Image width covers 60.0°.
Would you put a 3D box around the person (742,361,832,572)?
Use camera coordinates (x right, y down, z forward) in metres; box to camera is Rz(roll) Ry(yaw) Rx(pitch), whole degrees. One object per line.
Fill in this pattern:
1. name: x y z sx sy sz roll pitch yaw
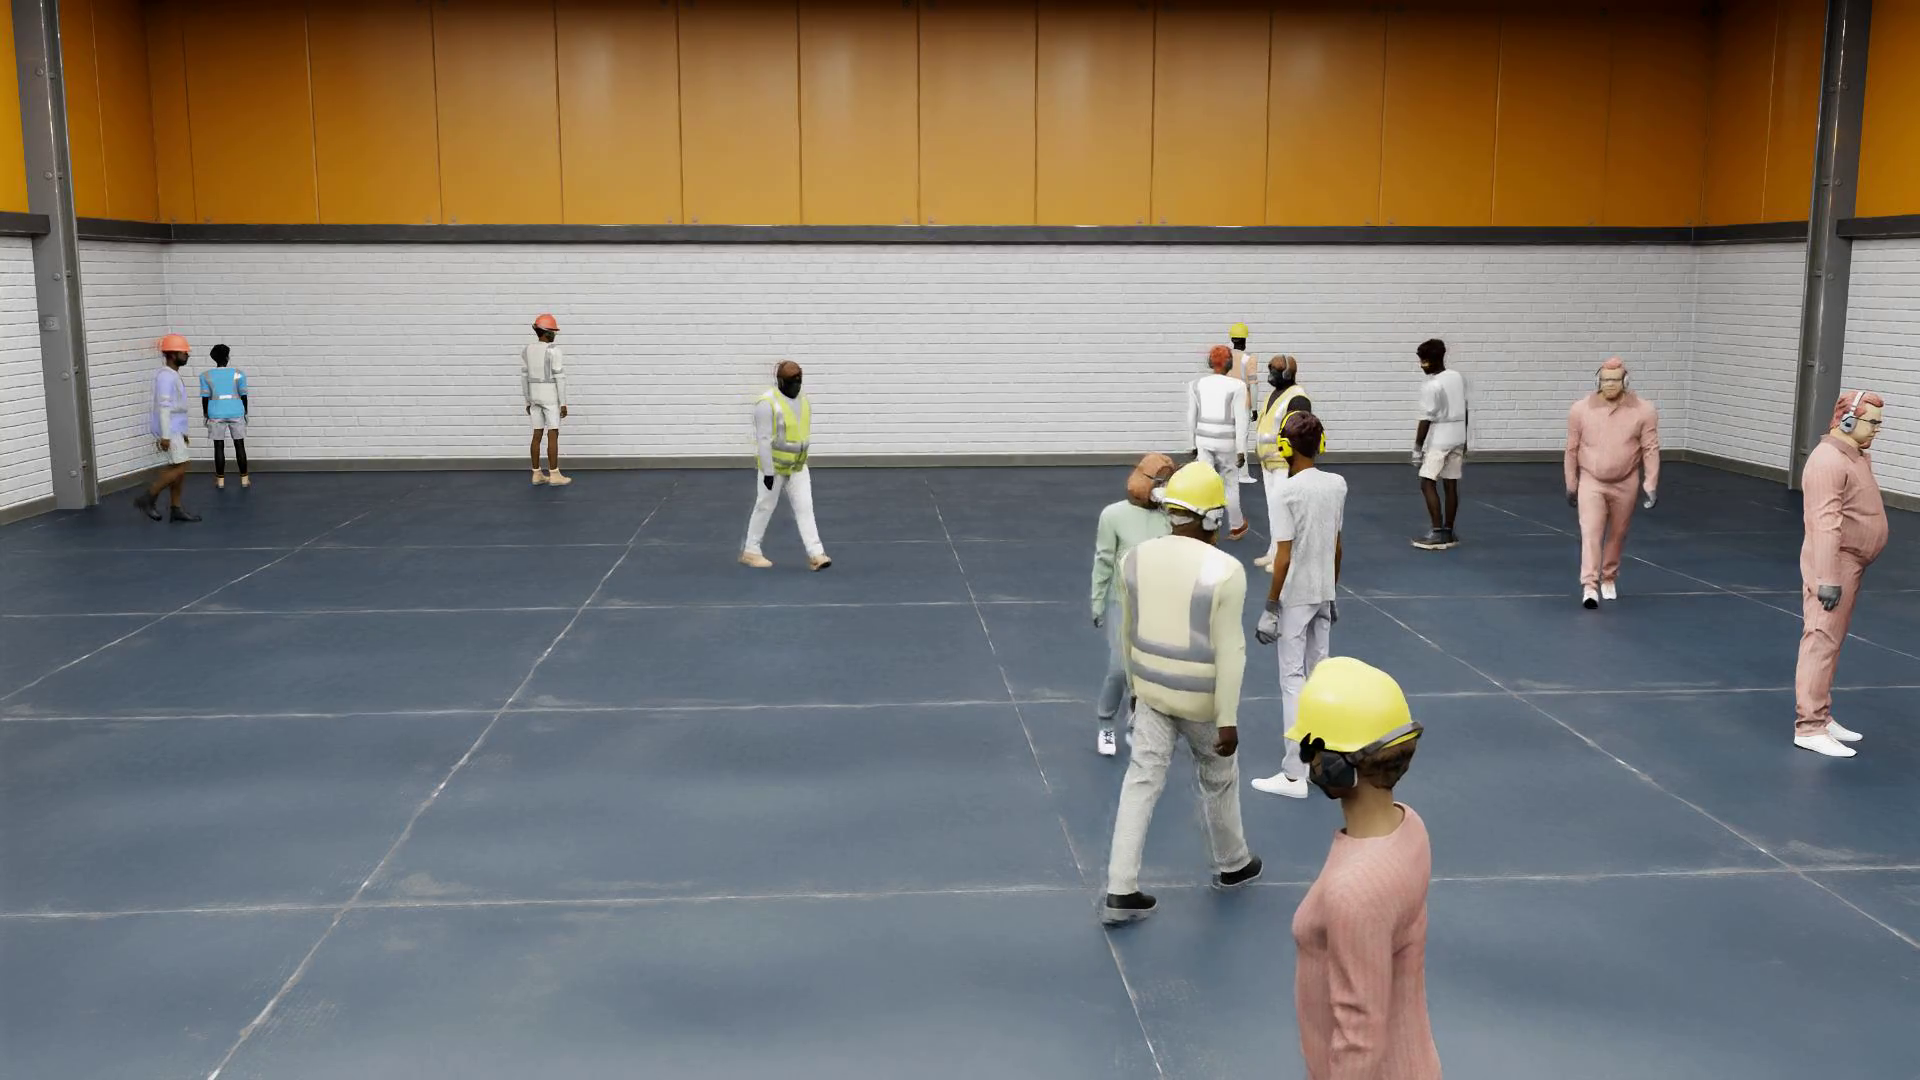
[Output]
1. person: -1.476 -0.616 14.022 0.984 1.784 0.654 8 12 41

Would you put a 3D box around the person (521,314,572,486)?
1. person: -4.923 -1.667 19.826 0.613 2.039 0.393 5 10 28

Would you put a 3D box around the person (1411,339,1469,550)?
1. person: 4.411 -0.874 15.219 0.707 1.928 0.371 -6 11 -35

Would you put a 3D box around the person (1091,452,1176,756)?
1. person: 0.940 0.338 8.590 0.521 1.610 0.431 -1 9 -8

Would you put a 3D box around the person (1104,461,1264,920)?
1. person: 0.879 0.581 6.525 0.607 1.788 0.915 8 12 41

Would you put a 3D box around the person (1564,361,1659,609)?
1. person: 4.902 -0.416 12.547 0.657 1.854 0.992 3 10 18

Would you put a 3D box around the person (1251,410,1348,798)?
1. person: 1.632 0.307 7.991 0.518 1.865 0.329 -7 11 -37

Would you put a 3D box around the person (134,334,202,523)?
1. person: -7.928 -1.103 16.679 0.556 1.925 0.554 -3 10 -19

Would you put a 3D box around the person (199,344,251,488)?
1. person: -8.638 -1.455 19.571 0.530 1.695 0.321 -4 10 -26

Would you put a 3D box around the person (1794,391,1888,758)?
1. person: 4.632 0.167 8.750 0.408 1.902 0.638 6 11 34

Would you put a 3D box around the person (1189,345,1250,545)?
1. person: 2.440 -0.882 15.497 0.611 1.843 0.924 5 10 30

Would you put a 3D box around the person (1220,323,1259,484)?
1. person: 3.332 -1.638 19.988 0.591 1.930 0.357 8 12 42

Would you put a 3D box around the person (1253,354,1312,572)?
1. person: 2.711 -0.651 14.075 0.429 1.842 0.630 -2 9 -14

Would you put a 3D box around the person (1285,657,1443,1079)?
1. person: 0.779 1.102 3.305 0.329 1.765 0.526 4 10 24
